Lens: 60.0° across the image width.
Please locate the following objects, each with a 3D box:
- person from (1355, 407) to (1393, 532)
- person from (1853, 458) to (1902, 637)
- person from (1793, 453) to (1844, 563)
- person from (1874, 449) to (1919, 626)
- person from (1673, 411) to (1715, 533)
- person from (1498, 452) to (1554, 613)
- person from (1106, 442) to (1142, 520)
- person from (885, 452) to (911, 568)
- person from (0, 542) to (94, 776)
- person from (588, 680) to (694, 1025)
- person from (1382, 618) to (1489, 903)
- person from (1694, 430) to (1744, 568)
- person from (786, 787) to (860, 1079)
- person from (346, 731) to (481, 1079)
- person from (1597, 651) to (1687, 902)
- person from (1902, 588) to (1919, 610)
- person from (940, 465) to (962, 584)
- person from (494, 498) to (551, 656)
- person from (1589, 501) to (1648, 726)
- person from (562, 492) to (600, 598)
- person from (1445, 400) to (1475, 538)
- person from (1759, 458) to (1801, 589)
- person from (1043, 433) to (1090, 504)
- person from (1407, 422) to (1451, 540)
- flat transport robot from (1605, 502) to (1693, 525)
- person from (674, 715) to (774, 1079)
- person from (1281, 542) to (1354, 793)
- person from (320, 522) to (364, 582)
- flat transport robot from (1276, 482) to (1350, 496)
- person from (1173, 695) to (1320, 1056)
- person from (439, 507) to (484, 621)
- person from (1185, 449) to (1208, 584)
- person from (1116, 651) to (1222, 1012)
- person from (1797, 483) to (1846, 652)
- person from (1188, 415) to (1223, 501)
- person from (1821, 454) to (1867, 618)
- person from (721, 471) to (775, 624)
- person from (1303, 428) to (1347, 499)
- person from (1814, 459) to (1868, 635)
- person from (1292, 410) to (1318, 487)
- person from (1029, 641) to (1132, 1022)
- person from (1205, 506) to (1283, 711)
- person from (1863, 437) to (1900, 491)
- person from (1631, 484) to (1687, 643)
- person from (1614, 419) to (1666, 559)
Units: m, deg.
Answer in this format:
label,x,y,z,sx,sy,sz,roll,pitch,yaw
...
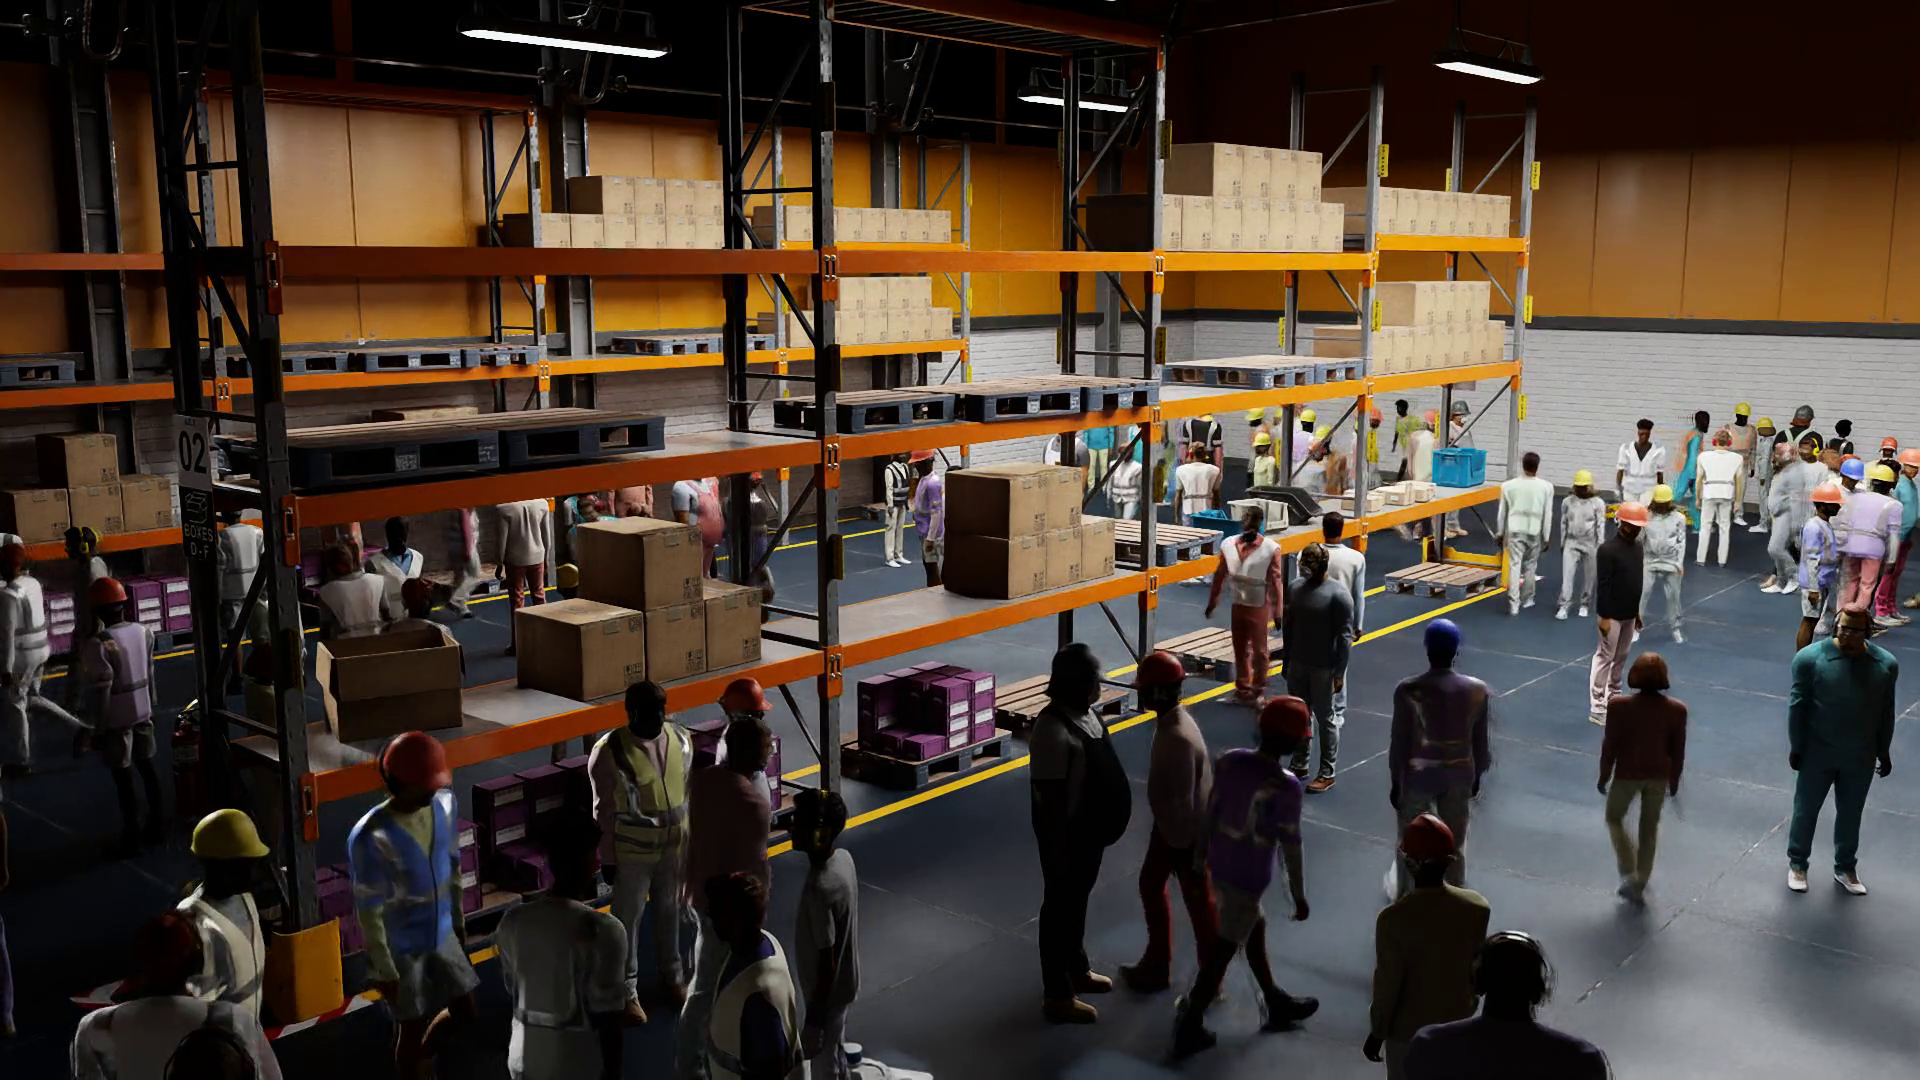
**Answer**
label,x,y,z,sx,sy,sz,roll,pitch,yaw
person,6.159,-1.098,25.325,0.547,1.897,0.991,-7,12,-37
person,9.977,0.077,18.101,0.599,1.957,0.382,-9,13,-43
person,11.333,-0.354,21.711,0.811,1.594,0.497,0,10,1
person,10.550,-0.038,18.665,0.612,1.990,0.392,-8,12,-40
person,10.820,-1.005,24.862,0.901,1.872,0.652,4,10,22
person,6.566,-0.070,19.344,0.614,1.896,0.949,4,10,22
person,2.298,-0.557,22.869,0.501,1.606,0.759,5,11,29
person,-0.839,-0.463,22.238,0.314,1.641,0.515,5,11,27
person,-7.356,0.936,13.220,0.670,1.867,0.607,-1,10,-8
person,-1.670,1.658,8.973,0.627,1.846,0.429,-8,13,-41
person,2.915,1.418,10.217,0.639,1.900,0.937,0,10,0
person,10.067,-0.537,22.098,0.564,1.841,0.385,3,10,15
person,-0.601,1.964,7.091,0.388,1.874,0.541,1,10,4
person,-2.448,1.814,7.544,0.515,2.009,0.655,5,11,28
person,4.314,1.501,10.555,0.529,1.620,0.355,1,10,6
person,11.593,-0.165,19.467,1.047,2.000,0.659,-4,10,-22
person,-0.081,-0.038,19.530,0.322,1.697,0.530,3,10,18
person,-4.529,0.206,17.216,0.609,1.986,0.390,-8,12,-40
person,5.812,0.640,14.621,0.608,1.988,0.392,-7,12,-37
person,-4.047,0.151,17.969,0.345,1.846,0.508,6,11,32
person,7.358,-1.052,24.568,0.536,2.000,0.688,9,13,43
person,10.381,-0.228,20.784,0.767,1.659,0.563,-1,10,-3
person,1.369,-0.690,22.406,0.689,2.000,0.539,6,11,30
person,6.860,-0.932,24.253,0.651,1.906,0.403,7,12,34
flat transport robot,10.905,-0.440,26.186,1.431,0.197,0.652,8,12,40
person,-1.063,1.779,8.102,0.848,1.891,0.641,-6,11,-30
person,2.721,0.968,12.806,0.357,1.938,0.637,-7,12,-35
person,-6.245,0.269,16.899,0.603,1.966,0.367,8,13,41
flat transport robot,5.989,-0.858,28.680,1.431,0.197,0.652,2,10,13
person,1.527,1.717,8.574,1.000,1.855,0.555,-5,11,-26
person,-5.628,0.041,18.712,0.597,1.819,0.428,9,13,44
person,2.986,-0.330,21.144,0.315,1.743,0.487,3,10,18
person,1.163,1.580,9.094,0.595,1.962,0.615,-1,10,-4
person,8.340,0.410,16.145,0.358,1.938,0.542,7,12,35
person,3.729,-1.030,25.295,0.542,1.757,0.331,-1,10,-5
person,10.096,-0.050,19.047,0.337,1.882,0.585,-5,11,-26
person,-2.151,0.189,17.210,0.631,2.015,0.787,7,12,35
person,4.881,-0.587,22.324,0.598,1.869,1.009,4,10,24
person,9.633,0.070,18.165,0.601,1.941,0.395,-1,10,-4
person,5.022,-0.937,24.215,0.369,1.925,0.594,-9,13,-43
person,0.662,1.549,9.036,0.538,2.000,0.684,3,10,19
person,2.593,0.609,15.110,0.748,1.897,0.407,8,12,40
person,12.298,-0.502,22.135,0.564,1.751,0.330,4,10,22
person,7.466,0.250,17.748,0.505,1.737,0.374,3,10,18
person,9.234,-0.675,22.641,0.606,1.934,0.805,5,11,28
